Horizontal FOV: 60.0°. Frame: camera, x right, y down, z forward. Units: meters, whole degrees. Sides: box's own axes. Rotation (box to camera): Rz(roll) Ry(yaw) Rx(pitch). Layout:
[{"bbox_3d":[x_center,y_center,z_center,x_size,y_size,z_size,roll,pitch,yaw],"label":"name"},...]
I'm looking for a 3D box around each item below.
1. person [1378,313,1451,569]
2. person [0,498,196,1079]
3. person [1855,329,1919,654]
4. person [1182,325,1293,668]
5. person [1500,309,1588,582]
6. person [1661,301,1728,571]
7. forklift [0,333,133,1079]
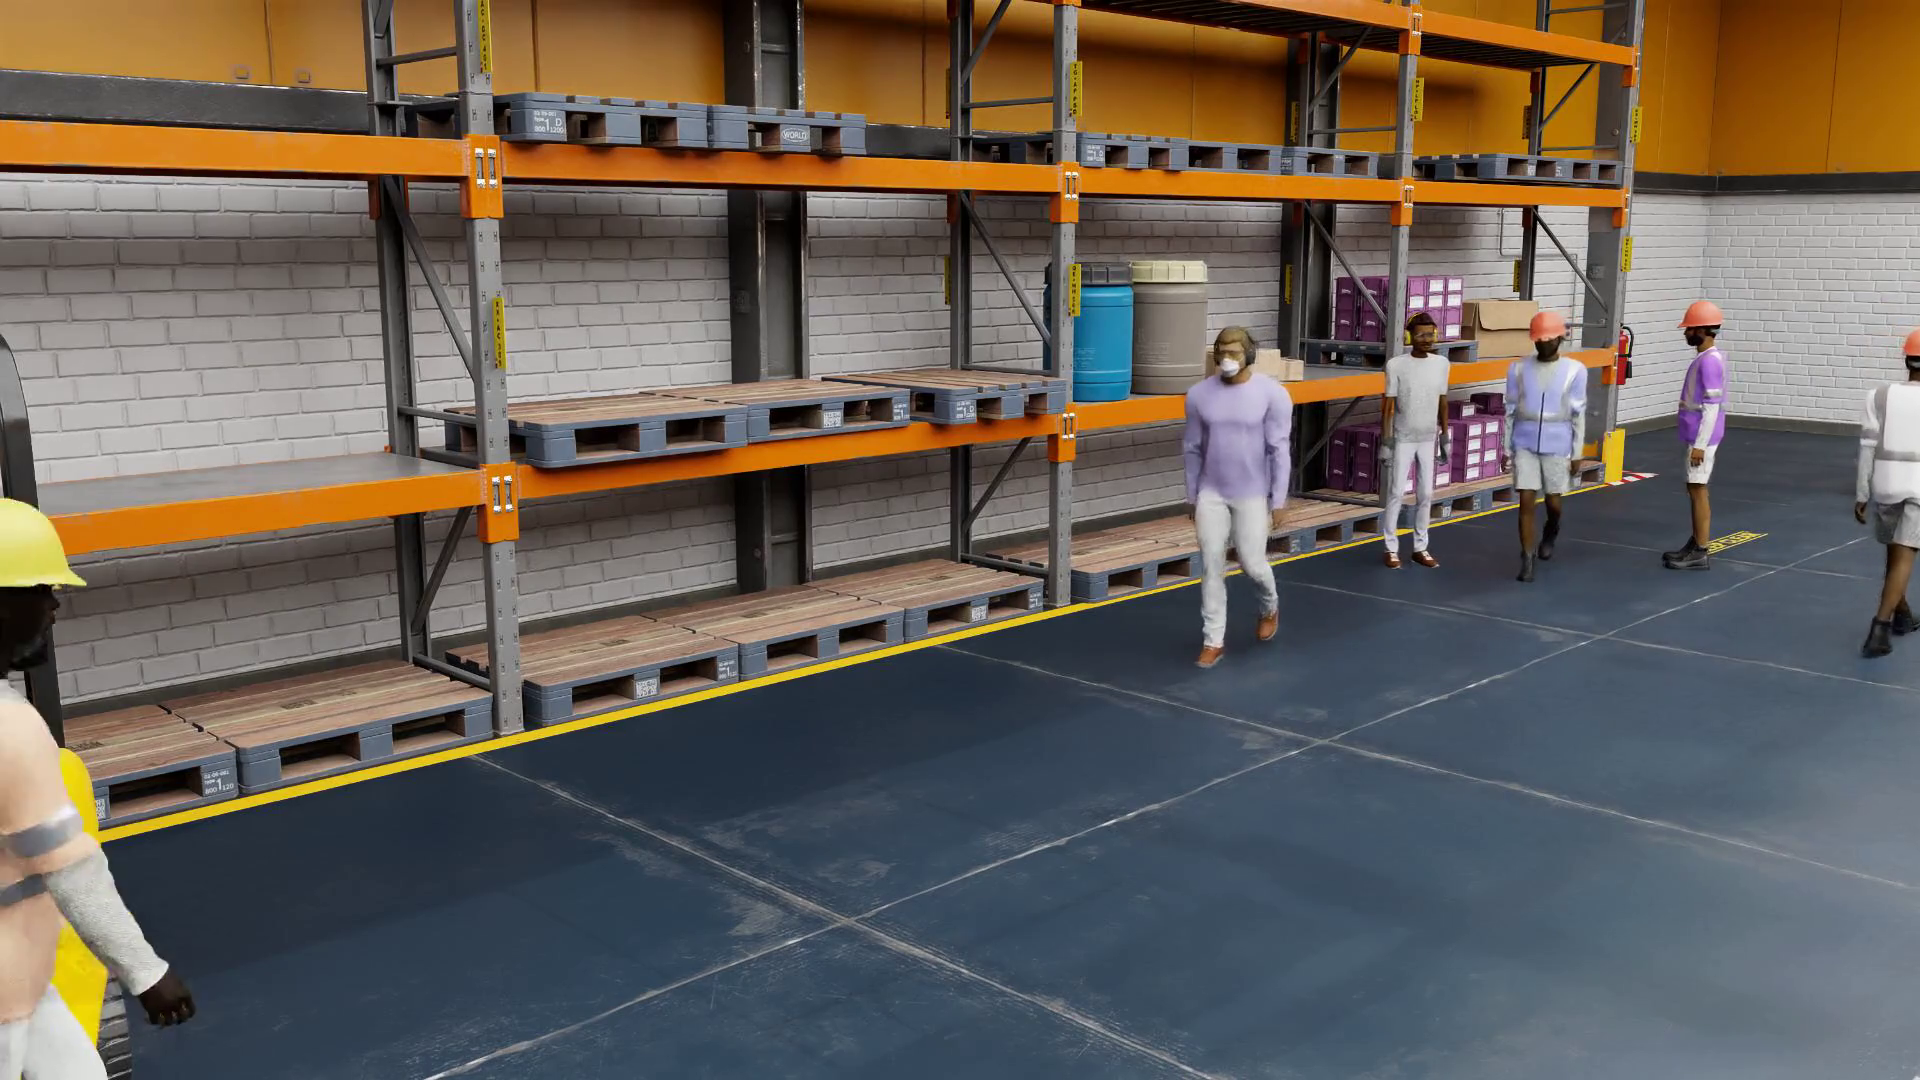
[{"bbox_3d":[3.300,-0.714,12.042,0.538,1.860,0.327,-2,11,-11],"label":"person"},{"bbox_3d":[-1.894,0.850,3.463,0.981,1.870,0.591,-10,14,-43],"label":"person"},{"bbox_3d":[5.548,-0.295,9.707,1.020,1.886,0.558,-10,14,-44],"label":"person"},{"bbox_3d":[1.578,-0.259,9.408,0.637,1.926,0.671,6,12,29],"label":"person"},{"bbox_3d":[4.109,-0.675,11.723,0.550,1.905,0.664,4,11,23],"label":"person"},{"bbox_3d":[5.303,-0.745,11.998,0.371,1.933,0.559,4,11,21],"label":"person"},{"bbox_3d":[-3.289,0.485,4.582,1.214,2.155,2.313,-10,14,-44],"label":"forklift"}]
